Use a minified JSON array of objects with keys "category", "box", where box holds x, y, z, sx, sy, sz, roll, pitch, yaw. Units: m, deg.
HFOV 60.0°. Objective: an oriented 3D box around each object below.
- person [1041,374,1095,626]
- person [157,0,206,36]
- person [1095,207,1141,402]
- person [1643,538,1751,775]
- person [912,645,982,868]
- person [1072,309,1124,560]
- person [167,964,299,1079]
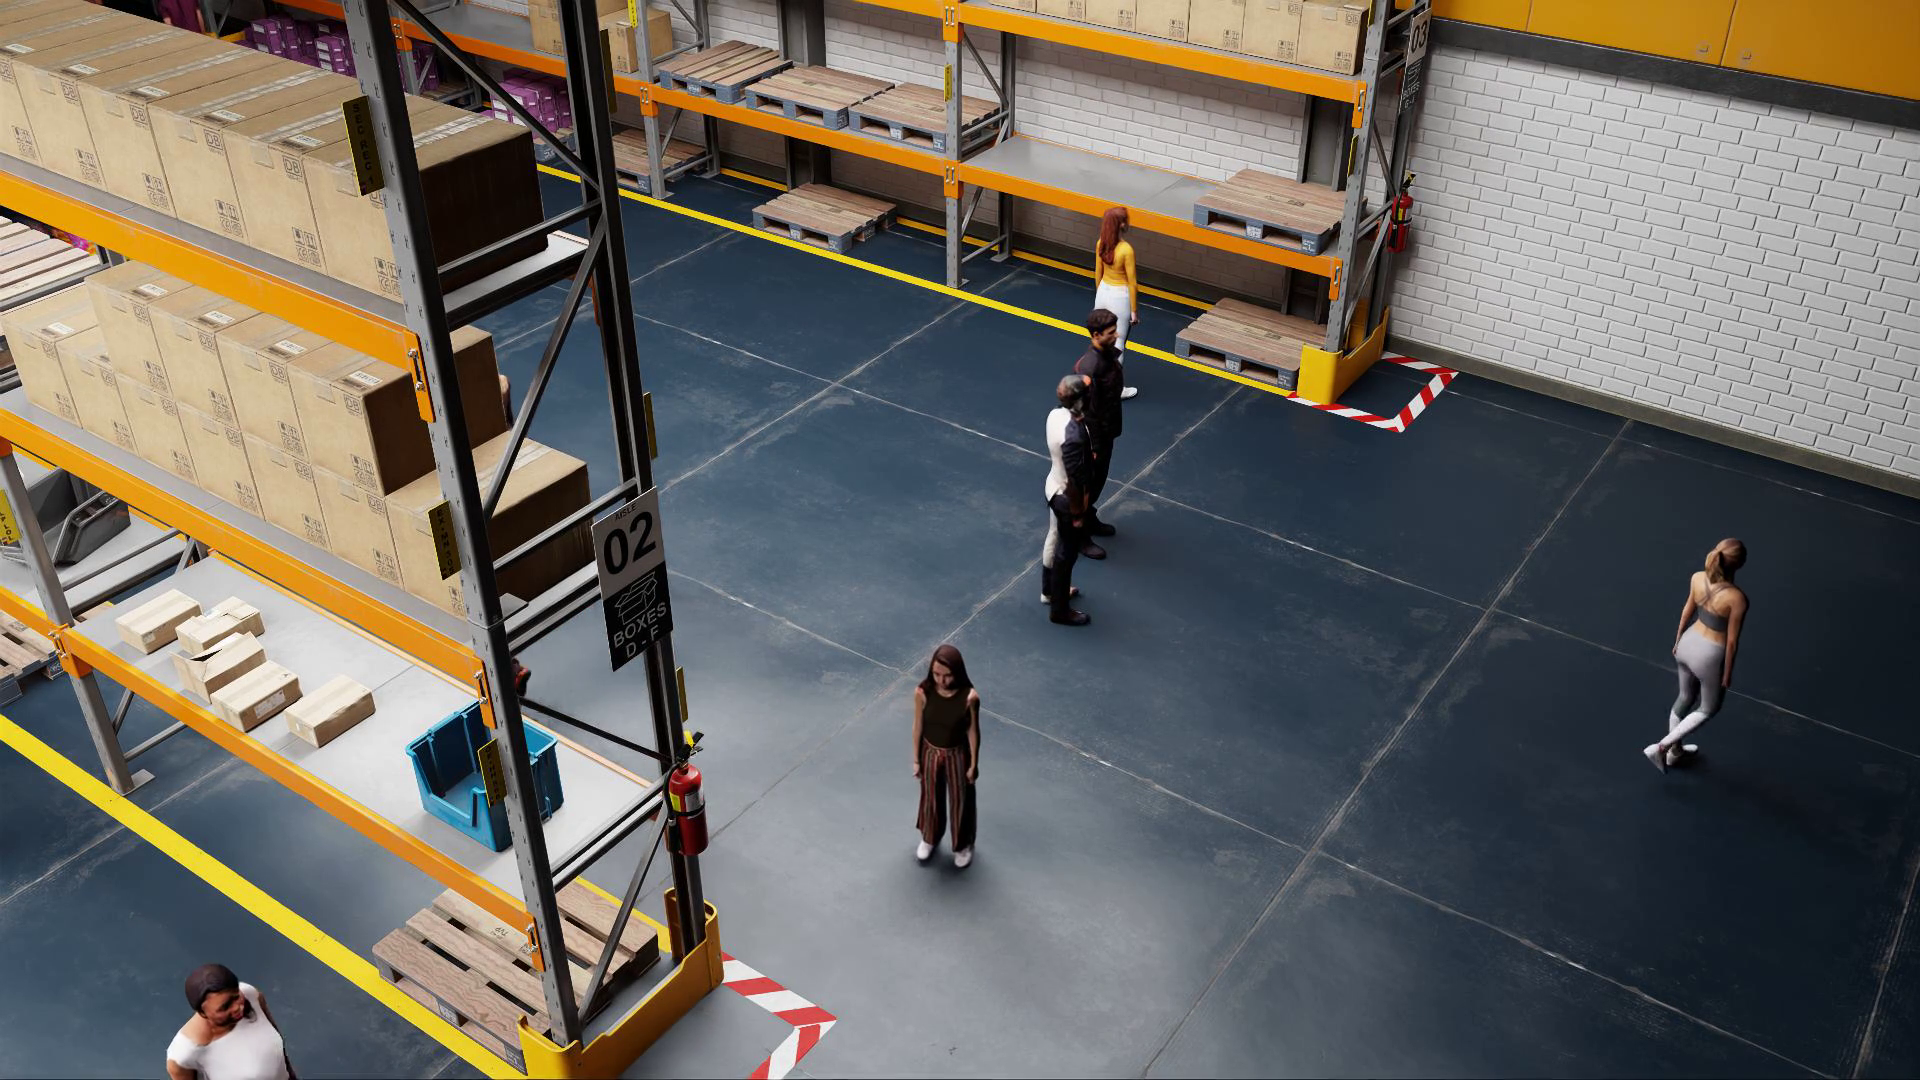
[{"category":"person","box":[0.739,-0.302,11.472,0.831,1.890,0.772,-5,34,-8]},{"category":"person","box":[-9.199,-5.879,19.925,0.855,1.819,1.118,-24,41,-32]},{"category":"person","box":[1.313,-2.013,14.173,0.694,1.749,0.536,-29,43,-36]},{"category":"person","box":[4.446,0.741,10.075,0.841,1.697,0.843,-15,37,-22]},{"category":"person","box":[-0.075,1.213,9.490,0.541,1.560,0.677,8,34,12]},{"category":"person","box":[0.983,-0.811,12.187,0.691,1.946,0.759,11,35,16]},{"category":"person","box":[-3.236,2.498,7.473,1.169,1.652,0.842,11,35,16]}]
